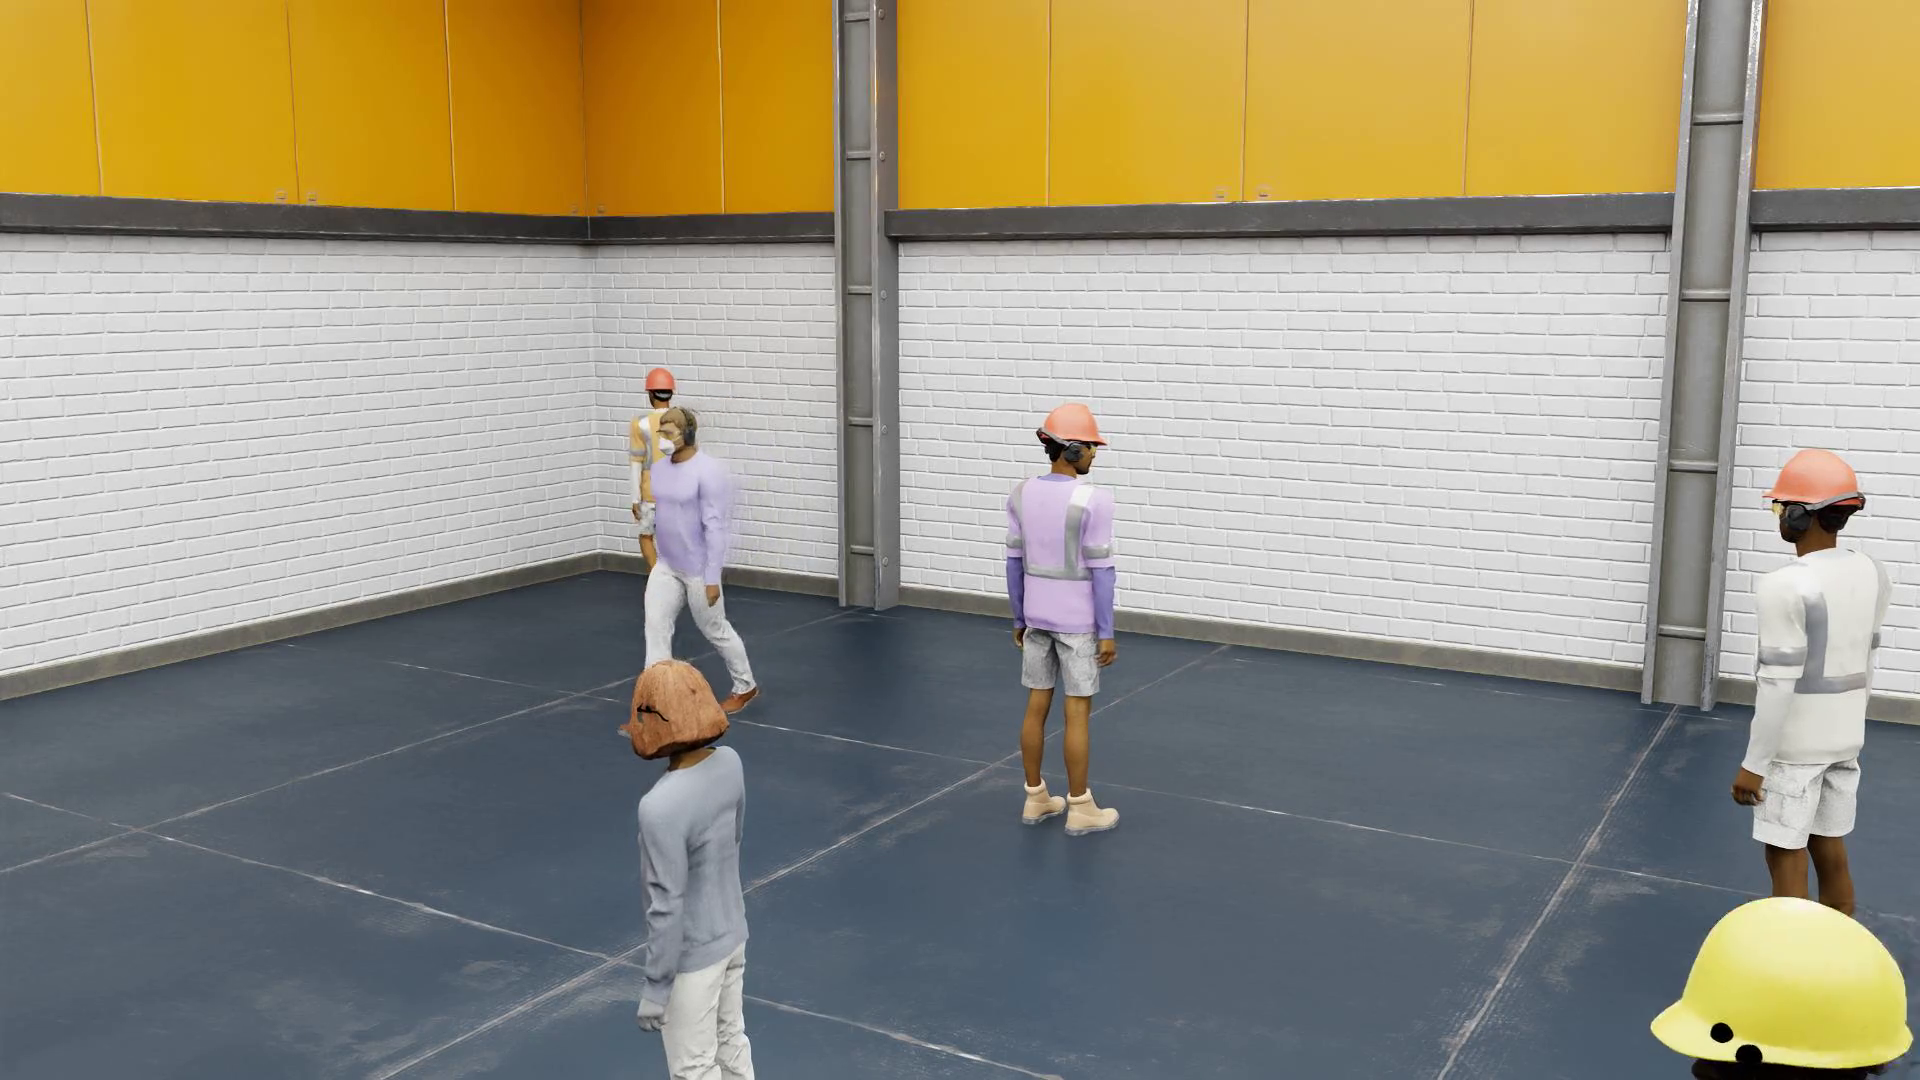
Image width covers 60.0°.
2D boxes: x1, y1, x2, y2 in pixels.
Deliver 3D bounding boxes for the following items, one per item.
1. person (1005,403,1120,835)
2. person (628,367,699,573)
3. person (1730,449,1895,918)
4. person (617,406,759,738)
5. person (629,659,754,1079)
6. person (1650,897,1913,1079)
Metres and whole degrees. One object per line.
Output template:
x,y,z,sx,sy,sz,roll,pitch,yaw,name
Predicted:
0.499,0.372,7.908,0.608,2.039,0.395,9,12,43,person
-2.293,-0.377,12.930,0.572,1.924,0.509,-4,10,-23,person
2.940,0.702,5.829,0.605,2.045,0.386,-5,10,-29,person
-1.568,0.157,9.717,0.641,1.896,0.998,7,12,38,person
-0.725,1.123,4.483,0.285,1.632,0.499,3,9,16,person
1.107,1.375,2.168,0.998,1.881,0.591,-1,9,-8,person
